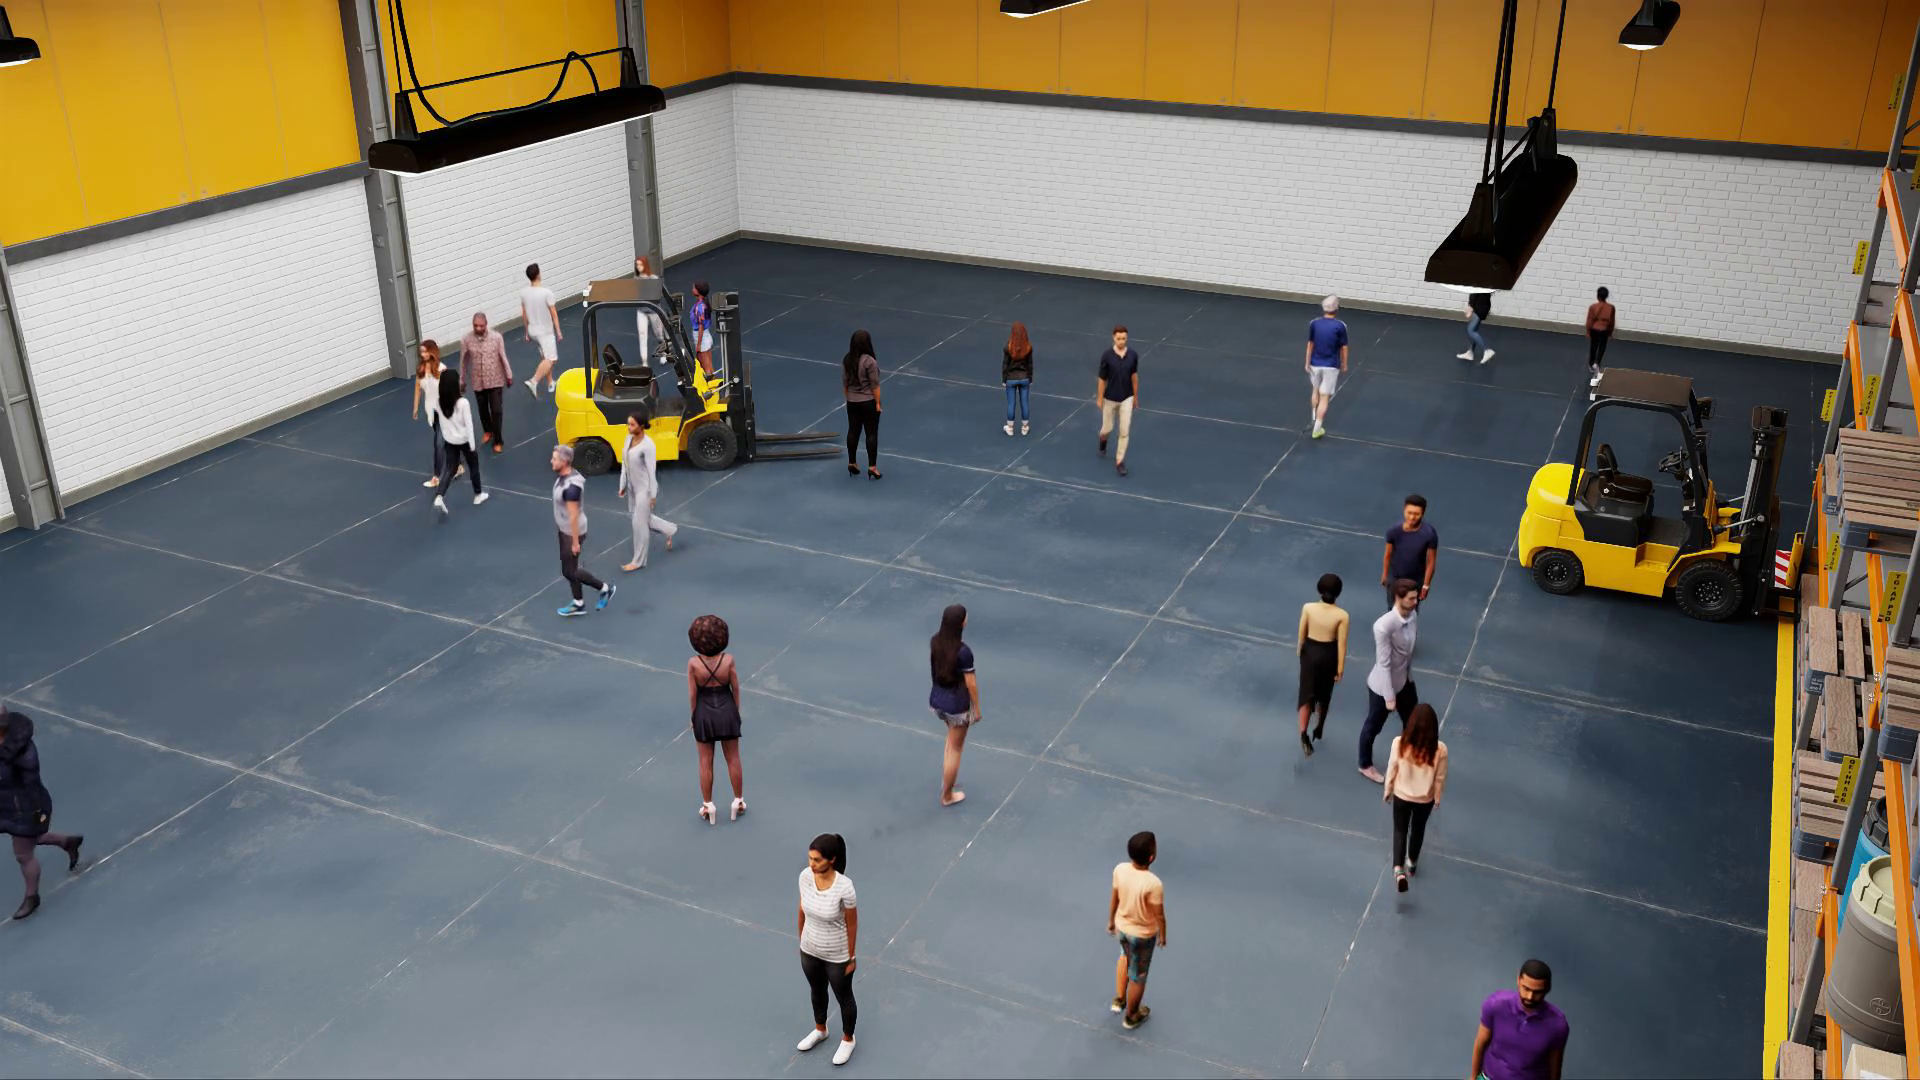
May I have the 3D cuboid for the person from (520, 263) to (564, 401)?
[{"bbox_3d":[-5.713,-2.799,22.547,0.693,1.833,1.081,11,26,23],"label":"person"}]

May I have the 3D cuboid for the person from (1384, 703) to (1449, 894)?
[{"bbox_3d":[3.332,1.917,12.222,0.660,1.463,0.916,7,25,15],"label":"person"}]

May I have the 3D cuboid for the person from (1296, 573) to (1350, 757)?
[{"bbox_3d":[2.989,1.077,13.931,0.632,1.631,0.934,10,25,21],"label":"person"}]

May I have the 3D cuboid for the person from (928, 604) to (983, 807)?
[{"bbox_3d":[-0.127,1.342,13.174,0.684,1.753,0.711,21,31,39],"label":"person"}]

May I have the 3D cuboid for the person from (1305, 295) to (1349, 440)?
[{"bbox_3d":[4.621,-2.179,21.159,0.717,1.809,0.977,15,28,30],"label":"person"}]

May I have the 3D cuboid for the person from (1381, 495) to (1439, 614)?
[{"bbox_3d":[4.170,0.349,15.466,0.687,1.737,1.172,10,26,22],"label":"person"}]

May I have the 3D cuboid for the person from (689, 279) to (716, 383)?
[{"bbox_3d":[-3.443,-2.648,22.313,0.722,1.743,0.583,1,24,2],"label":"person"}]

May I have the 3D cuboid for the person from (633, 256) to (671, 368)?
[{"bbox_3d":[-4.398,-3.241,23.767,0.780,1.666,1.191,5,24,12],"label":"person"}]

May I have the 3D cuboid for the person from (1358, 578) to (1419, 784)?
[{"bbox_3d":[3.444,1.135,13.549,0.948,1.832,0.960,-18,29,-35],"label":"person"}]

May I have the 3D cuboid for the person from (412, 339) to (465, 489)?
[{"bbox_3d":[-6.130,-1.537,19.761,0.626,1.752,0.975,10,25,21],"label":"person"}]

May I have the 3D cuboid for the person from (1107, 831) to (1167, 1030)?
[{"bbox_3d":[1.101,2.555,10.775,0.593,1.451,0.604,17,29,34],"label":"person"}]

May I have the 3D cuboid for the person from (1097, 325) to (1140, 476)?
[{"bbox_3d":[1.890,-1.728,20.093,0.941,1.836,1.072,-3,24,-7],"label":"person"}]

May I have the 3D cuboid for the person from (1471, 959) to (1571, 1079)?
[{"bbox_3d":[3.092,3.032,9.297,0.623,1.762,0.801,11,26,24],"label":"person"}]

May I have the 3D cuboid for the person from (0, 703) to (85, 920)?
[{"bbox_3d":[-6.763,1.881,12.065,0.702,1.654,1.013,9,25,20],"label":"person"}]

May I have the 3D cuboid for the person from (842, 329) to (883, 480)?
[{"bbox_3d":[-1.164,-1.615,19.828,0.665,1.841,0.611,13,27,27],"label":"person"}]

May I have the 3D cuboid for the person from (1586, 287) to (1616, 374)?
[{"bbox_3d":[9.105,-2.979,23.686,0.563,1.250,0.604,8,25,17],"label":"person"}]

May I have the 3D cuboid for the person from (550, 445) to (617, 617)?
[{"bbox_3d":[-3.724,-0.077,16.346,1.001,1.812,0.939,-9,25,-20],"label":"person"}]

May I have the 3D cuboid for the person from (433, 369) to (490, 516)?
[{"bbox_3d":[-5.747,-1.084,18.825,0.667,1.672,1.045,9,25,19],"label":"person"}]

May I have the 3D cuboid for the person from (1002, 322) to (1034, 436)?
[{"bbox_3d":[0.742,-2.074,21.327,0.629,1.481,0.661,-4,24,-9],"label":"person"}]

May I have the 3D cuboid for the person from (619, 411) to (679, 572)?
[{"bbox_3d":[-3.311,-0.564,17.577,1.109,1.719,0.893,-20,31,-38],"label":"person"}]

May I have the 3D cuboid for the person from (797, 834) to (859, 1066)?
[{"bbox_3d":[-0.831,2.565,10.510,0.587,1.646,0.544,13,27,28],"label":"person"}]

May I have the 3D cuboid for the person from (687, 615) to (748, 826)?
[{"bbox_3d":[-1.906,1.404,12.988,0.651,1.790,0.699,-6,24,-13],"label":"person"}]

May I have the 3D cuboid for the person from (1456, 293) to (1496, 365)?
[{"bbox_3d":[7.547,-3.342,24.036,0.657,1.635,0.736,14,27,29],"label":"person"}]

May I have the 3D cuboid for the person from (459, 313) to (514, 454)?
[{"bbox_3d":[-5.925,-2.009,20.831,1.149,1.761,1.297,-3,24,-6],"label":"person"}]
